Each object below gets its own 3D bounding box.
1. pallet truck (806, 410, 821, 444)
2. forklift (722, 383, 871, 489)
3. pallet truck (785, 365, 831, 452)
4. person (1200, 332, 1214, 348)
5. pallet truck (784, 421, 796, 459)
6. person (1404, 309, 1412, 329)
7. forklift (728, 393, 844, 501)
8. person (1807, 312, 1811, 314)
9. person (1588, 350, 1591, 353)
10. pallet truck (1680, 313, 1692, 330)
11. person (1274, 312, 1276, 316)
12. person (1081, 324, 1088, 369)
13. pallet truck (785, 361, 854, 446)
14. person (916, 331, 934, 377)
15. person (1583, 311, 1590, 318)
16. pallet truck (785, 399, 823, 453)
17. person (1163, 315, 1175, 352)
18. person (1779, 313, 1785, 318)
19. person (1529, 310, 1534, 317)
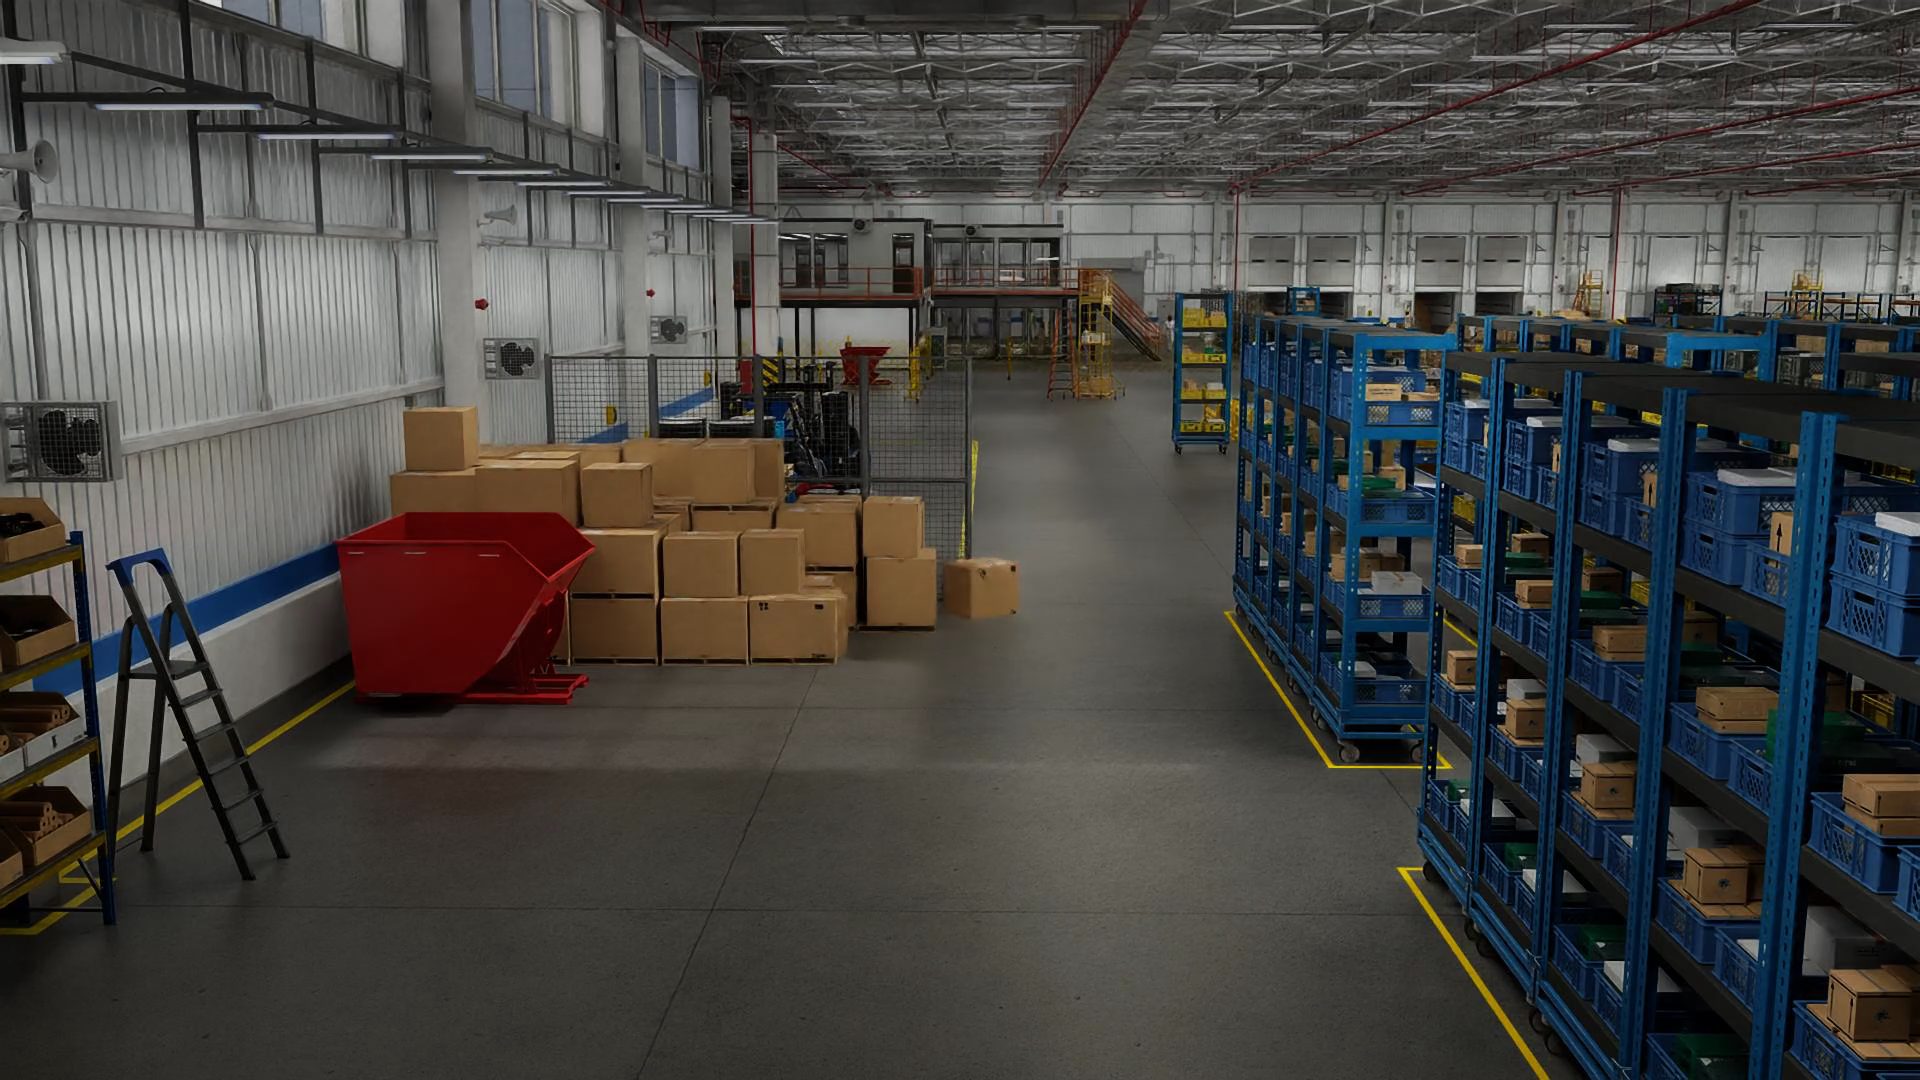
[{"bbox_3d":[-3.559,-2.018,33.905,1.522,1.261,0.704,0,9,-1],"label":"pallet truck"},{"bbox_3d":[-2.893,-1.687,28.729,2.680,1.987,1.157,0,9,-1],"label":"forklift"},{"bbox_3d":[-3.774,-2.976,37.635,1.885,1.965,0.823,1,9,5],"label":"pallet truck"},{"bbox_3d":[11.467,-9.278,77.037,0.588,1.835,0.981,-1,9,-6],"label":"person"},{"bbox_3d":[-4.013,-1.793,32.705,1.601,1.201,0.680,0,9,1],"label":"pallet truck"},{"bbox_3d":[25.398,-12.144,94.451,0.589,1.918,0.392,-8,12,-39],"label":"person"},{"bbox_3d":[-2.979,-1.316,26.476,2.680,1.987,1.157,0,9,1],"label":"forklift"},{"bbox_3d":[44.874,-11.129,88.141,0.365,1.931,0.631,2,9,14],"label":"person"},{"bbox_3d":[16.692,-3.989,43.825,0.558,2.012,0.648,5,11,30],"label":"person"},{"bbox_3d":[36.315,-10.531,84.244,0.823,1.965,1.885,-6,11,-33],"label":"pallet truck"},{"bbox_3d":[16.848,-11.276,89.254,0.618,1.860,1.006,-1,9,-4],"label":"person"},{"bbox_3d":[5.270,-8.155,69.825,0.391,1.920,0.587,2,9,10],"label":"person"},{"bbox_3d":[-3.410,-3.193,38.978,1.885,1.965,0.823,0,9,-1],"label":"pallet truck"},{"bbox_3d":[-1.411,-7.131,63.933,0.940,1.801,0.523,3,10,20],"label":"person"},{"bbox_3d":[35.345,-11.956,93.587,0.777,1.811,0.656,7,12,39],"label":"person"},{"bbox_3d":[-3.814,-2.432,36.419,1.630,1.274,0.653,0,9,1],"label":"pallet truck"},{"bbox_3d":[10.552,-10.387,83.828,0.607,1.835,0.977,2,9,12],"label":"person"},{"bbox_3d":[41.272,-10.426,83.462,0.734,2.000,0.738,-5,10,-26],"label":"person"},{"bbox_3d":[32.317,-12.067,94.189,0.574,1.841,0.760,7,11,36],"label":"person"}]
